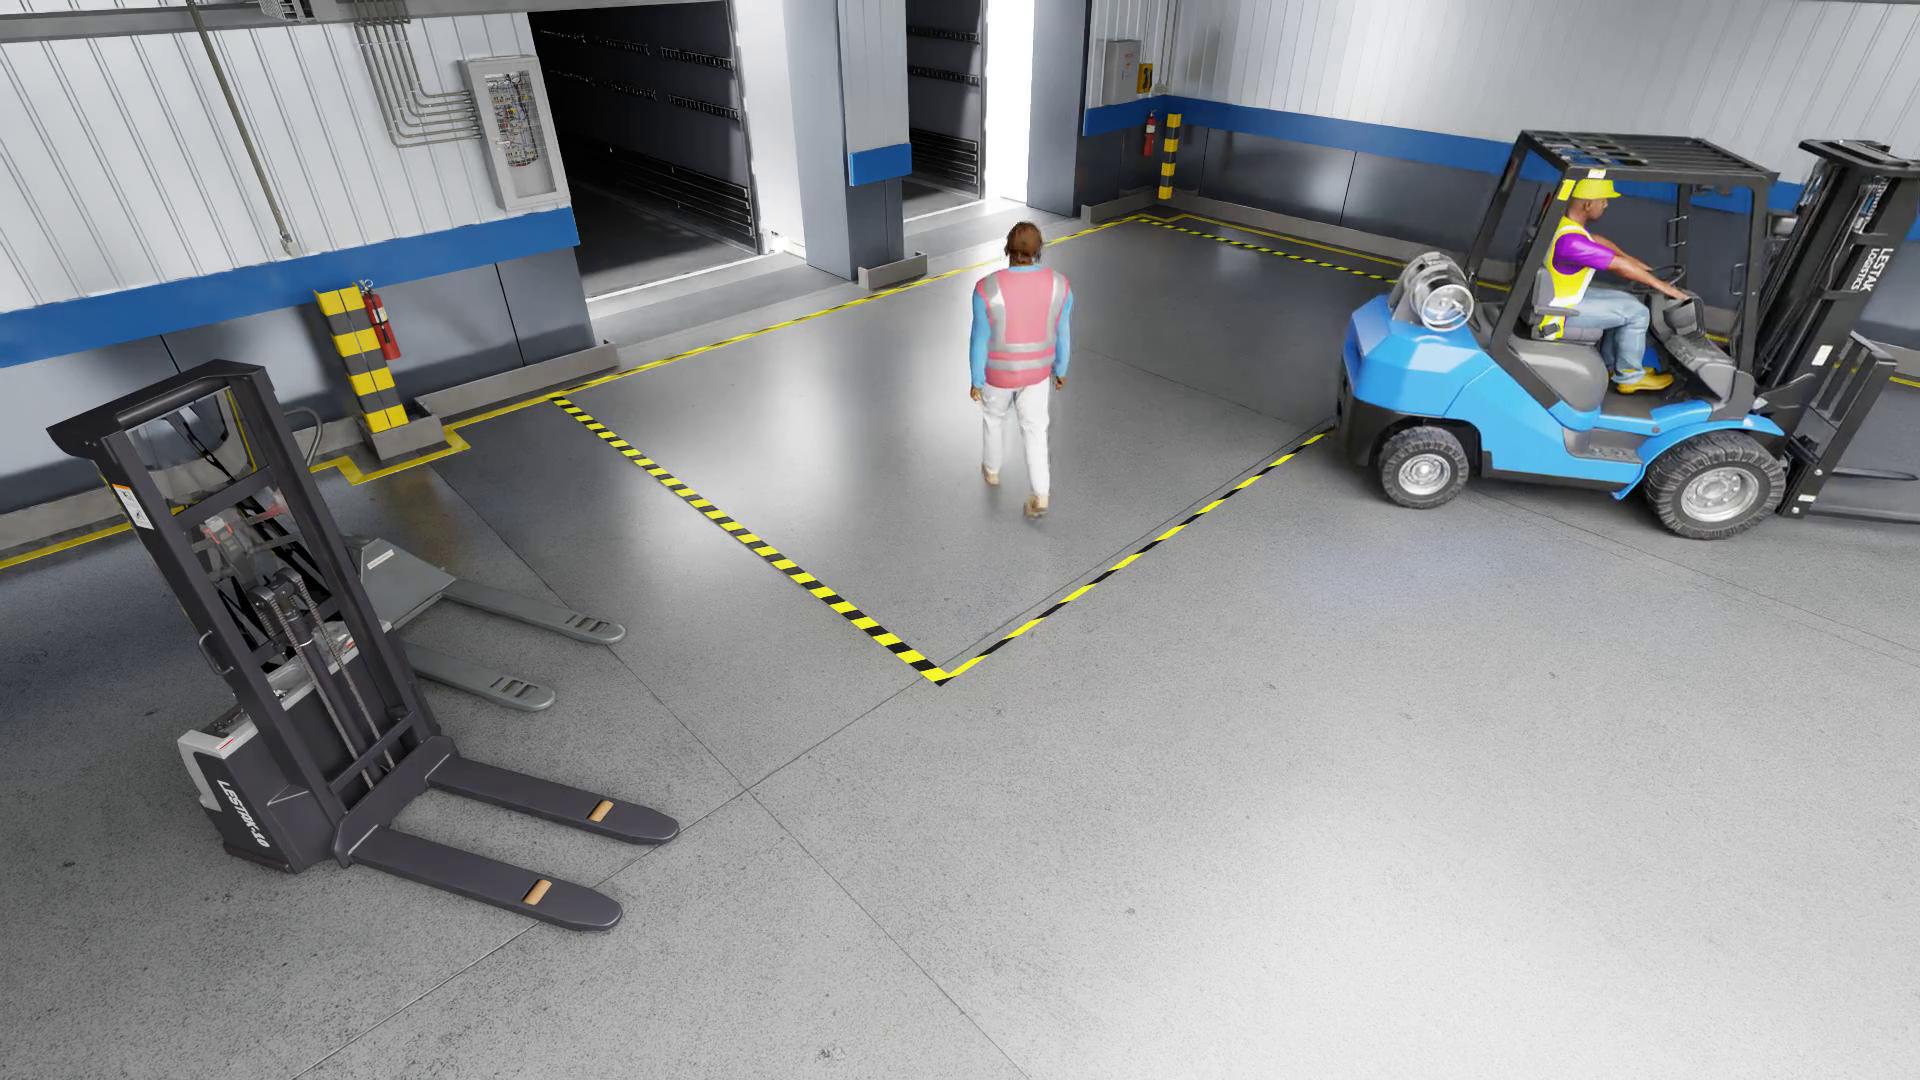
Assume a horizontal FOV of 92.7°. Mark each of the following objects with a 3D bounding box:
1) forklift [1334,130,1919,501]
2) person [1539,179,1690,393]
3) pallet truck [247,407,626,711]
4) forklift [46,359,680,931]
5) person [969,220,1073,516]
[{"bbox_3d":[3.962,-1.412,5.735,2.680,2.036,1.157,8,35,11],"label":"forklift"},{"bbox_3d":[4.018,-1.555,5.612,1.004,1.294,0.635,8,35,11],"label":"person"},{"bbox_3d":[-2.628,0.038,4.590,1.601,1.201,0.680,12,36,18],"label":"pallet truck"},{"bbox_3d":[-2.135,0.422,3.354,1.885,1.965,0.823,10,35,14],"label":"forklift"},{"bbox_3d":[0.373,-1.028,5.665,0.646,1.797,0.925,-7,35,-10],"label":"person"}]
